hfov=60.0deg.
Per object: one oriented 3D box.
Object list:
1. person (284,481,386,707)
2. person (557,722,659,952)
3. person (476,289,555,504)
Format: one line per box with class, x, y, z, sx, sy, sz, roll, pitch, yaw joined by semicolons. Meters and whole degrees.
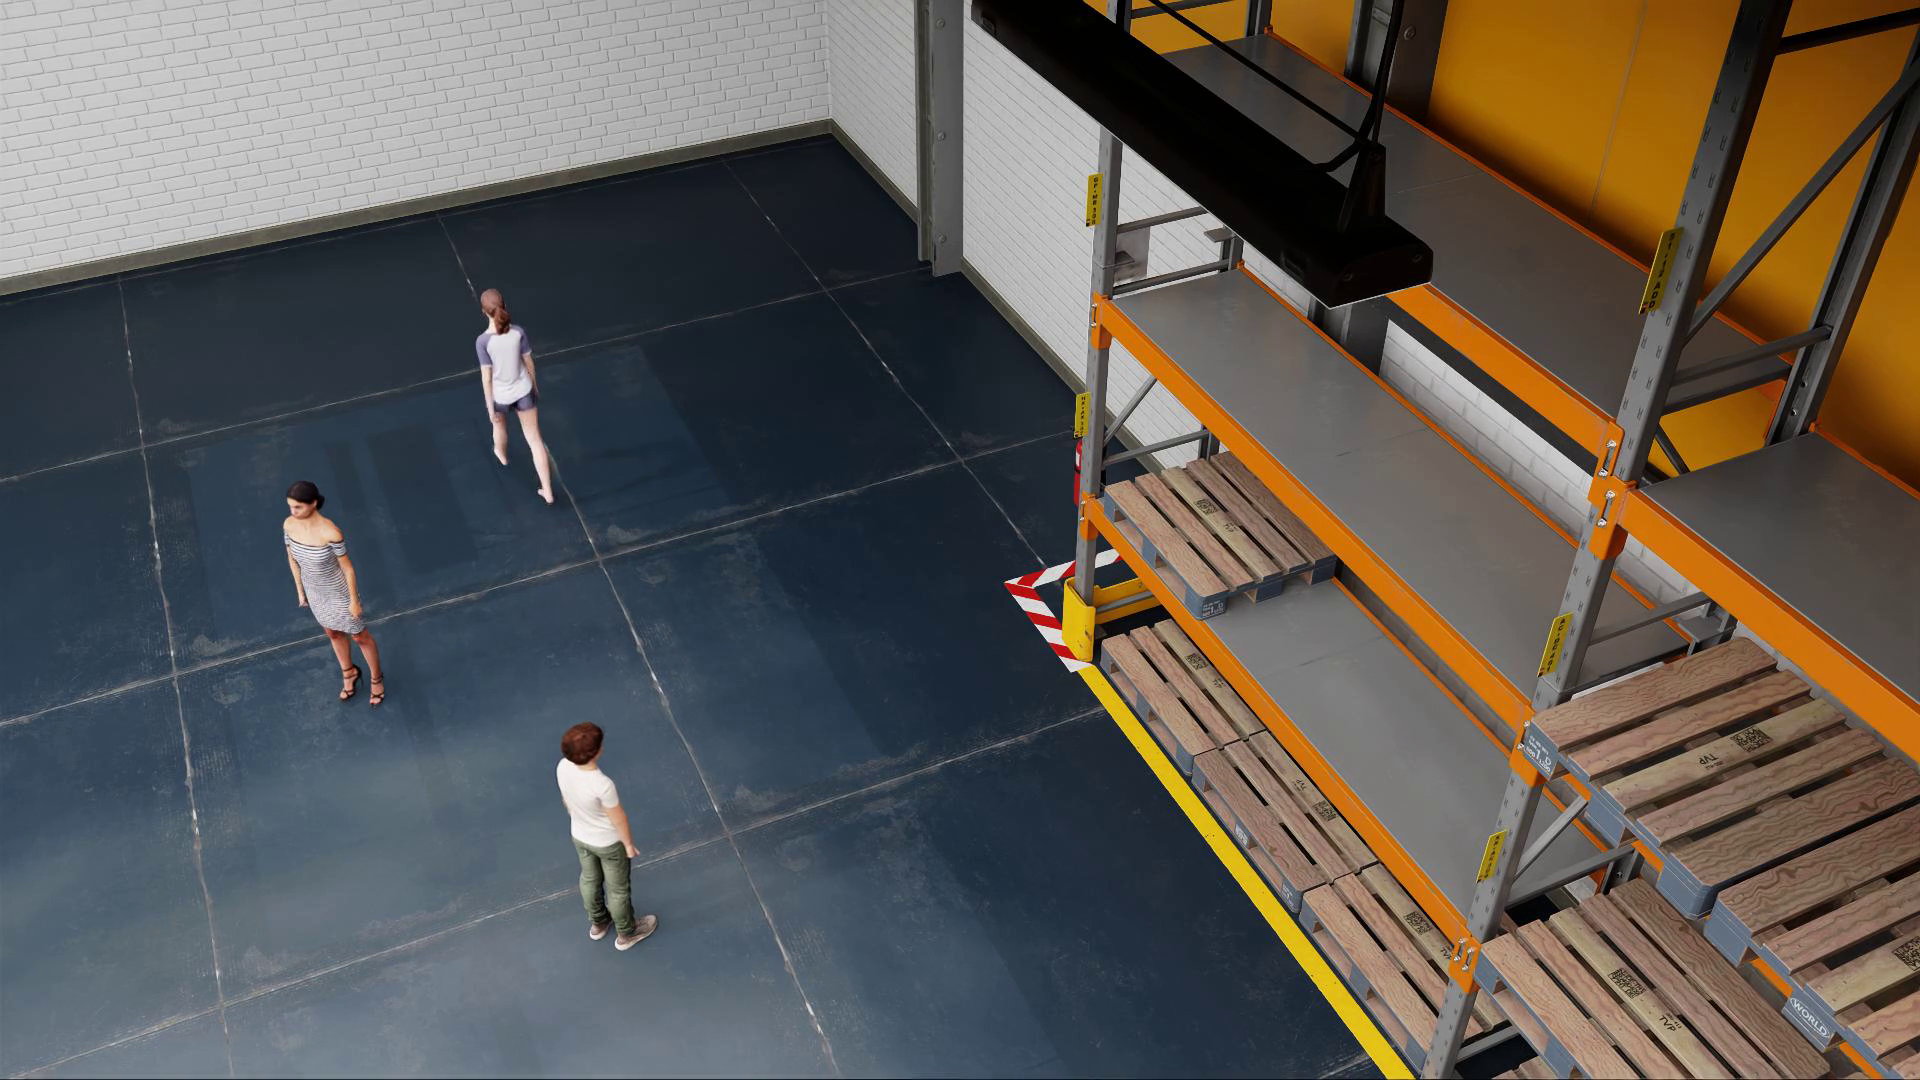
person;-4.049;0.350;10.767;0.680;1.822;0.729;11;40;13
person;-2.012;1.648;9.276;0.637;1.654;0.727;20;43;23
person;-3.360;-1.040;12.595;0.639;1.712;1.155;-19;42;-22
